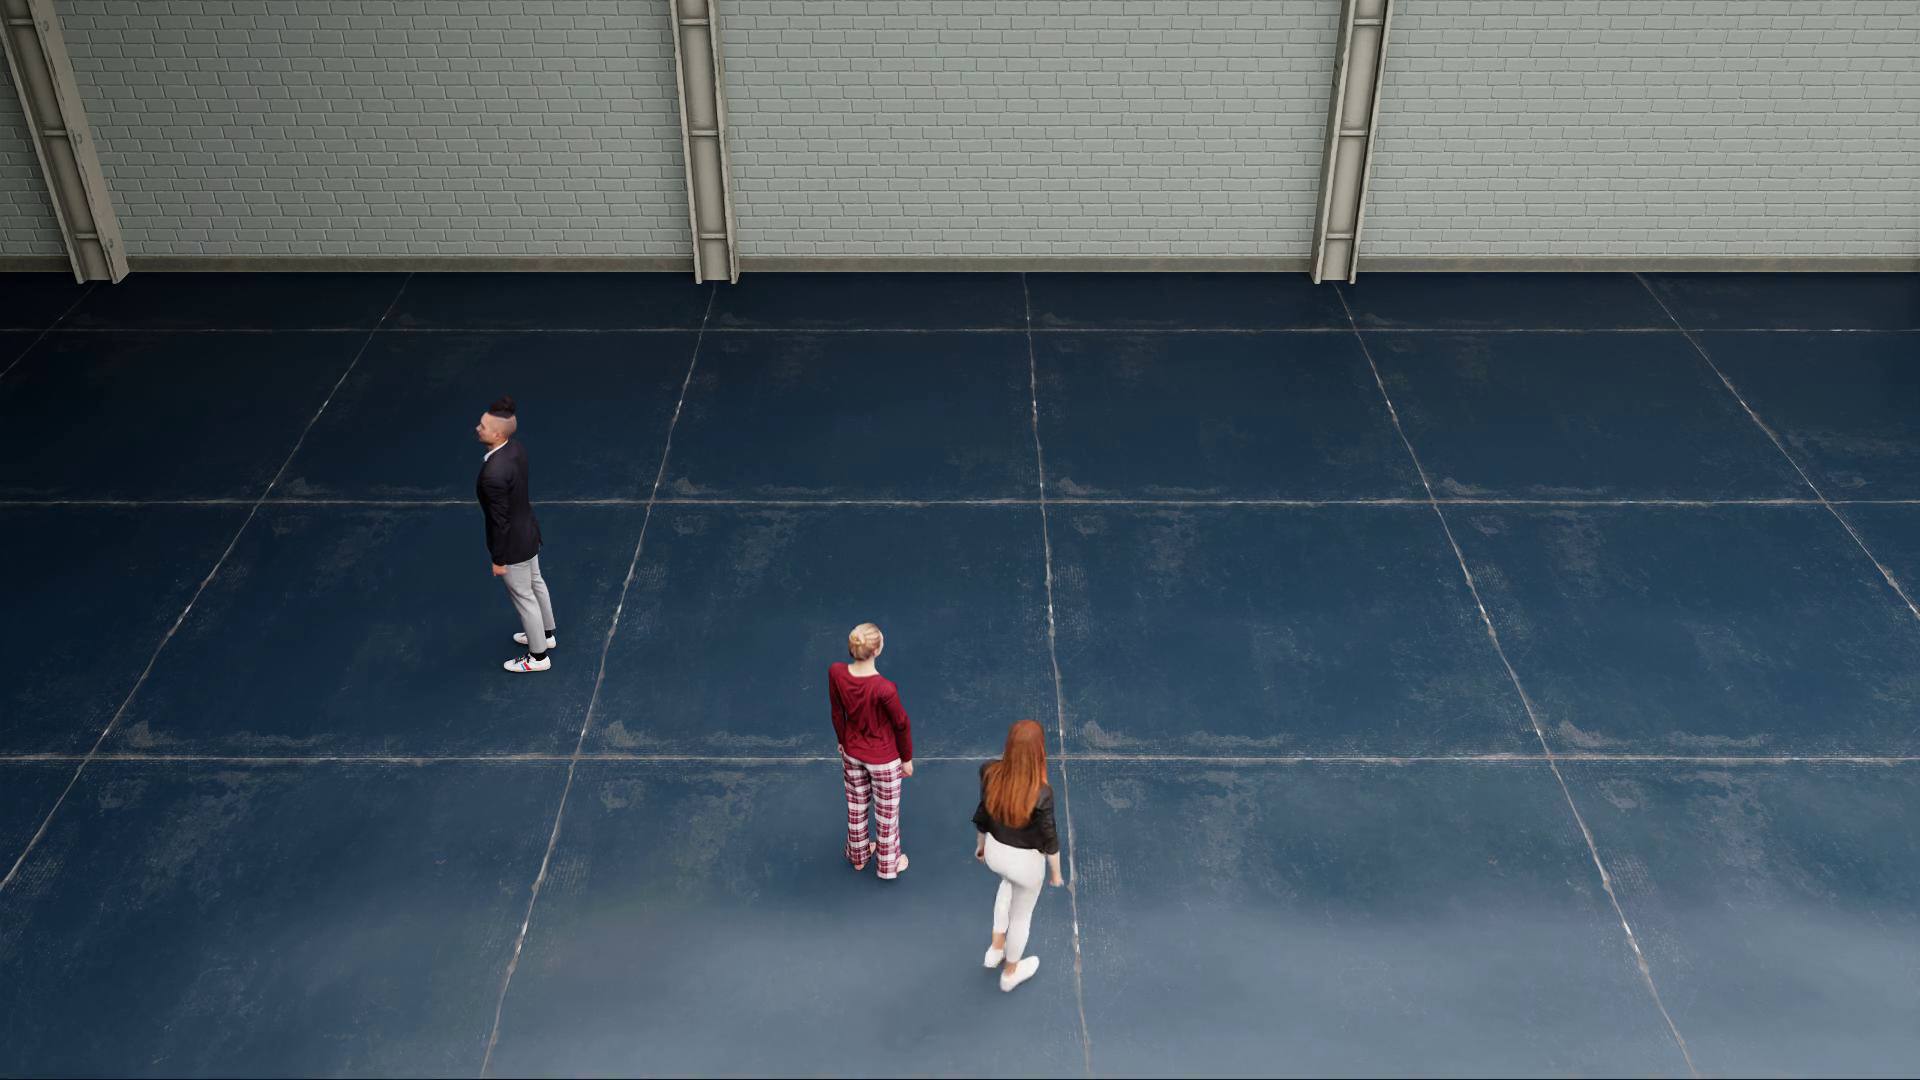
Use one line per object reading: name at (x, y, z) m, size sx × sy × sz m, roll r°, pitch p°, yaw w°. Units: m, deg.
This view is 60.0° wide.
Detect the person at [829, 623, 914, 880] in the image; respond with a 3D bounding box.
person at (-0.478, 1.131, 8.992) m, size 0.605 × 1.697 × 0.742 m, roll 16°, pitch 36°, yaw 23°

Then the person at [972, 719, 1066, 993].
person at (0.228, 1.611, 8.260) m, size 0.706 × 1.690 × 0.781 m, roll 24°, pitch 40°, yaw 32°

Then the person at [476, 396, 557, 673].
person at (-2.824, -0.038, 10.565) m, size 0.573 × 1.943 × 0.693 m, roll 0°, pitch 33°, yaw 1°
